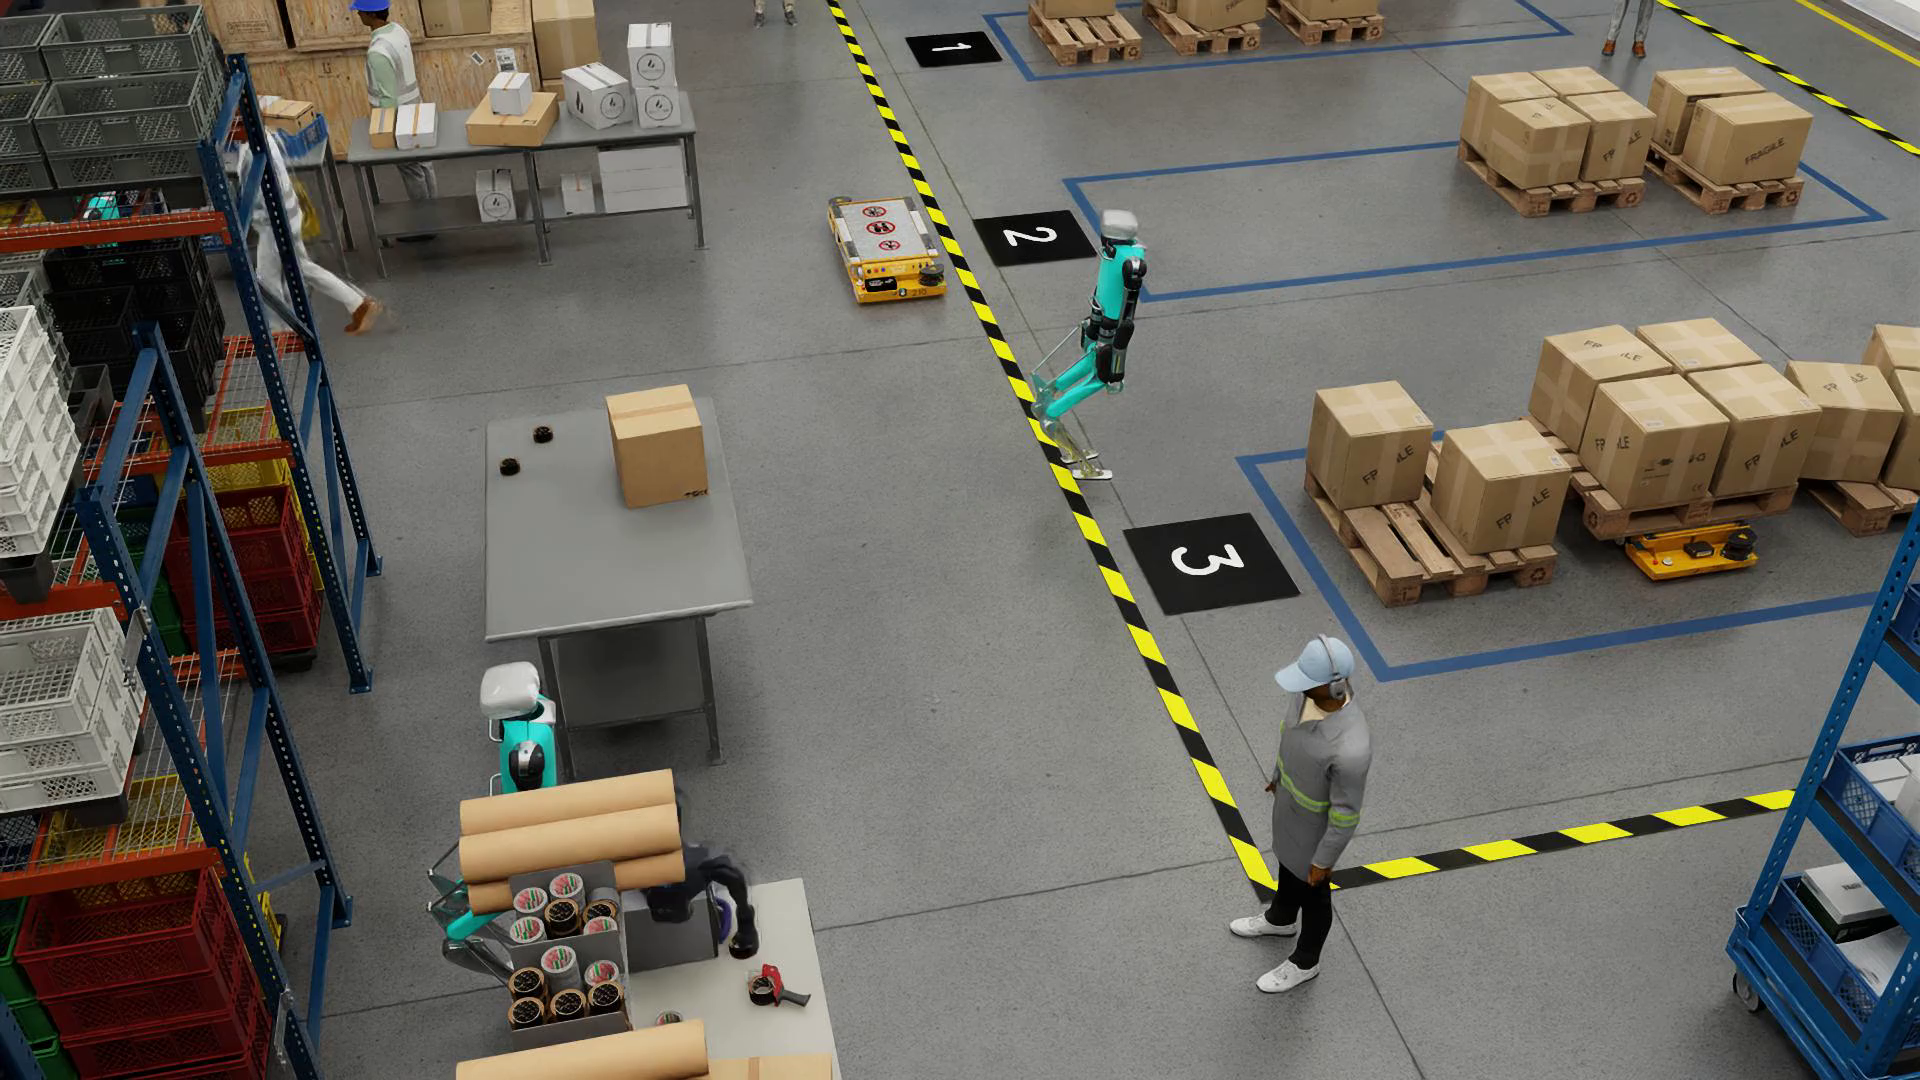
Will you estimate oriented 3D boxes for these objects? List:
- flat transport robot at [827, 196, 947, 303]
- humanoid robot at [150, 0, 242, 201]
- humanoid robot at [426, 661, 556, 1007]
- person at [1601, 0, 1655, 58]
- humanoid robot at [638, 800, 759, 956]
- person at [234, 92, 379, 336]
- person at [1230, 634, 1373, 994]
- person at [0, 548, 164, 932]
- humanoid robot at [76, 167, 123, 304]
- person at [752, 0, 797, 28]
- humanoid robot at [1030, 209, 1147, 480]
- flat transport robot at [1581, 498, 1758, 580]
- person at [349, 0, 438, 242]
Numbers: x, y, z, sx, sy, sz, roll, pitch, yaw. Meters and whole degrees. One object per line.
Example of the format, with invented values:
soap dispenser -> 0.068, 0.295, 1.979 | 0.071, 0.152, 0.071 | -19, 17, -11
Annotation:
flat transport robot -> -0.570, -2.220, 12.538 | 0.659, 0.231, 1.431 | -8, 37, -10
humanoid robot -> -5.896, -3.357, 12.882 | 0.600, 1.638, 0.388 | -8, 37, -11
humanoid robot -> -1.880, 1.213, 6.580 | 0.735, 1.677, 0.533 | -8, 37, -10
person -> 6.443, -5.462, 15.548 | 0.584, 1.879, 0.381 | 9, 38, 12
humanoid robot -> -1.004, 1.595, 6.223 | 0.592, 1.661, 0.381 | 0, 37, 0
person -> -4.483, -2.111, 11.068 | 0.860, 1.856, 0.580 | -8, 37, -11
person -> 1.384, 1.104, 6.747 | 0.393, 1.848, 0.586 | -7, 37, -9
person -> -3.743, 0.818, 6.970 | 0.395, 2.043, 0.607 | -7, 37, -9
humanoid robot -> -5.387, -1.484, 10.205 | 0.735, 1.677, 0.533 | -8, 37, -10
person -> -1.840, -5.919, 16.253 | 0.564, 1.764, 0.401 | -7, 37, -9
humanoid robot -> 0.681, -1.106, 9.702 | 0.735, 1.672, 0.533 | -7, 37, -10
flat transport robot -> 4.062, -0.294, 9.926 | 0.652, 0.197, 1.431 | -8, 37, -10
person -> -4.199, -3.188, 12.432 | 0.383, 1.948, 0.600 | -1, 37, -1
